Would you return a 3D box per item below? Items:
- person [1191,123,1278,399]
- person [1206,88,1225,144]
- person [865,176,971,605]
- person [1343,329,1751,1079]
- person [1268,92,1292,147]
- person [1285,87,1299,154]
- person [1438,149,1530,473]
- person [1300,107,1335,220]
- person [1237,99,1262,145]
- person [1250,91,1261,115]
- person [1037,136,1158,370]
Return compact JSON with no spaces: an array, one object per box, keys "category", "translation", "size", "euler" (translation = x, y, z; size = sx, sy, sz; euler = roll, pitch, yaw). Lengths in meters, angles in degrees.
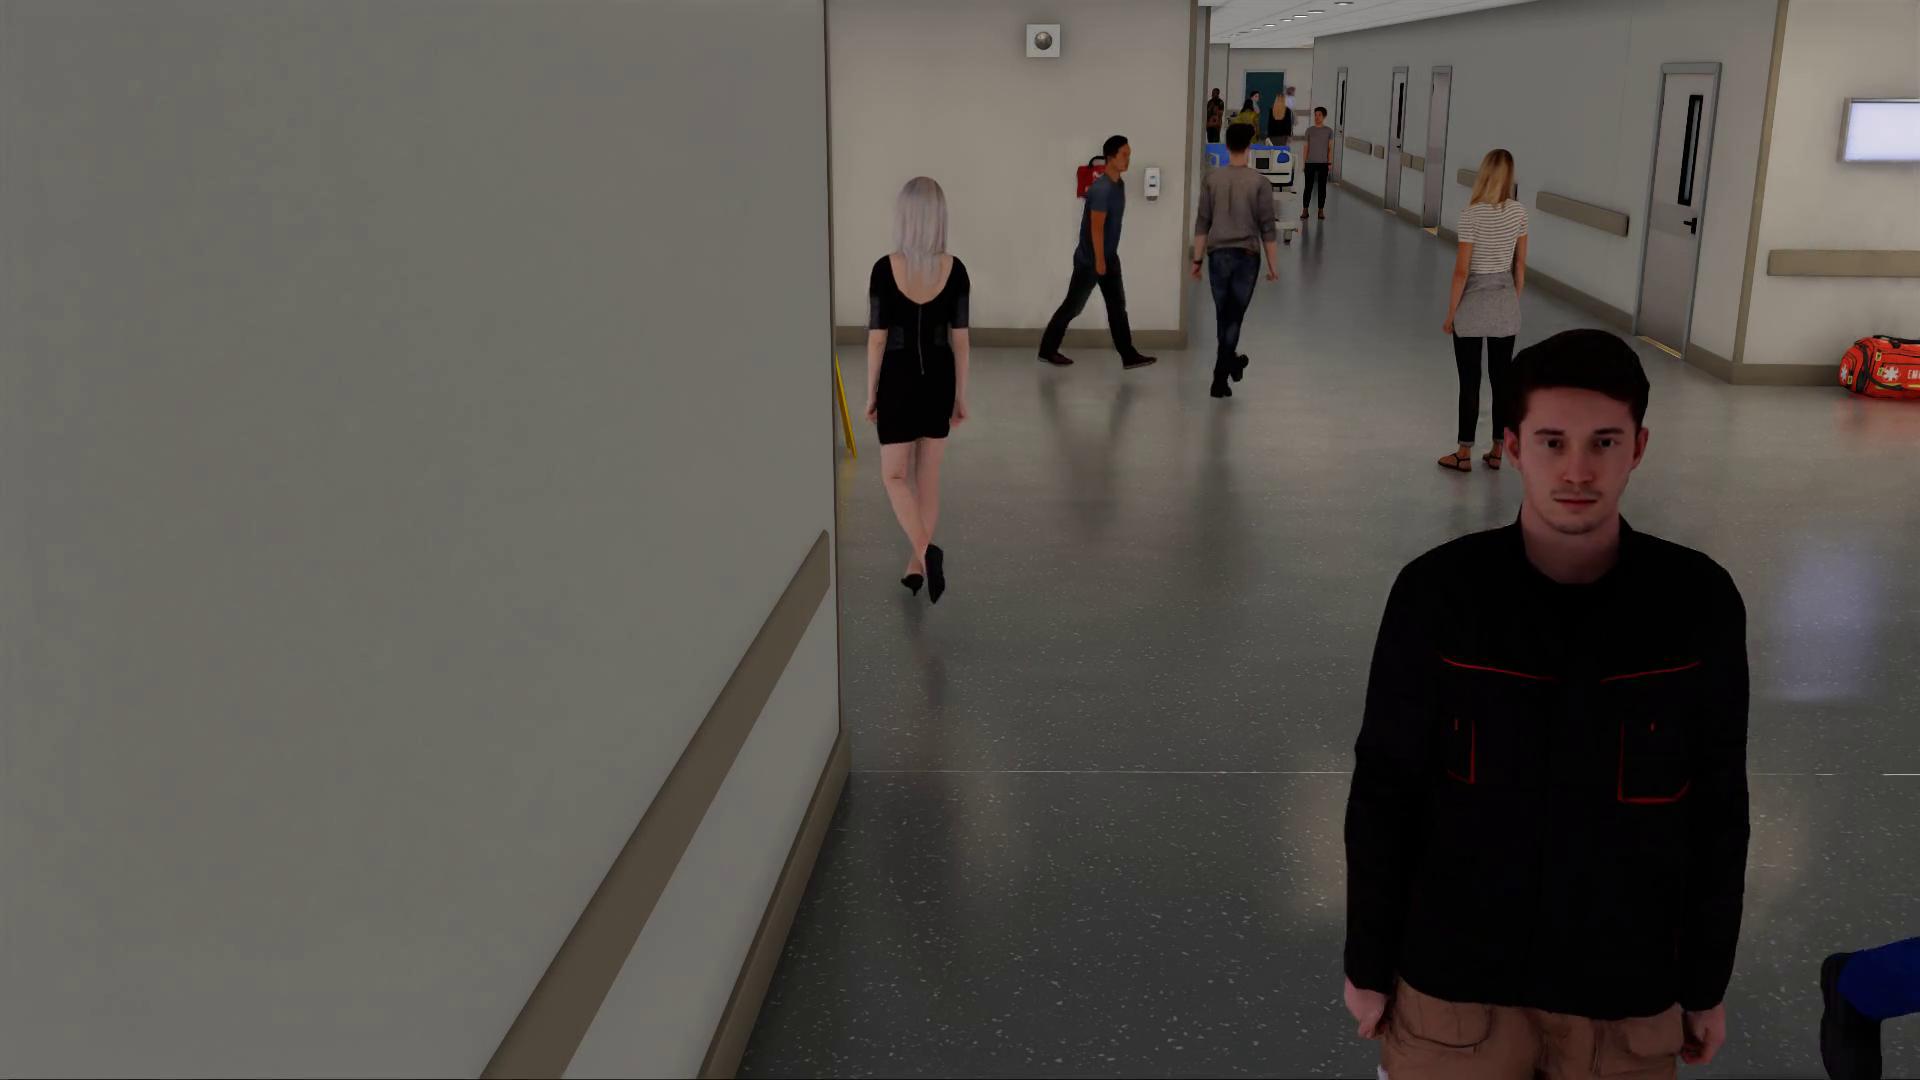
[{"category":"person","translation":[1.874,-1.889,11.534],"size":[1.249,1.857,1.063],"euler":[8,17,25]},{"category":"person","translation":[6.521,-10.657,42.648],"size":[0.882,1.808,0.813],"euler":[-14,21,-41]},{"category":"person","translation":[-0.167,-0.567,6.928],"size":[1.017,1.812,0.858],"euler":[-3,16,-11]},{"category":"person","translation":[0.854,0.629,2.491],"size":[0.766,1.917,0.817],"euler":[3,16,11]},{"category":"person","translation":[6.278,-7.858,32.761],"size":[1.039,1.826,0.791],"euler":[4,16,14]},{"category":"person","translation":[9.148,-11.774,46.667],"size":[0.759,1.819,0.769],"euler":[-5,17,-18]},{"category":"person","translation":[3.018,-1.305,9.517],"size":[0.563,1.826,0.724],"euler":[-3,16,-11]},{"category":"person","translation":[5.610,-5.921,26.095],"size":[0.517,1.716,0.699],"euler":[4,16,13]},{"category":"person","translation":[6.384,-8.933,36.926],"size":[0.983,1.636,0.917],"euler":[6,17,19]},{"category":"person","translation":[6.895,-9.668,39.217],"size":[0.739,1.807,0.703],"euler":[15,21,42]},{"category":"person","translation":[0.948,-2.124,12.584],"size":[1.280,1.739,0.983],"euler":[7,17,24]}]
